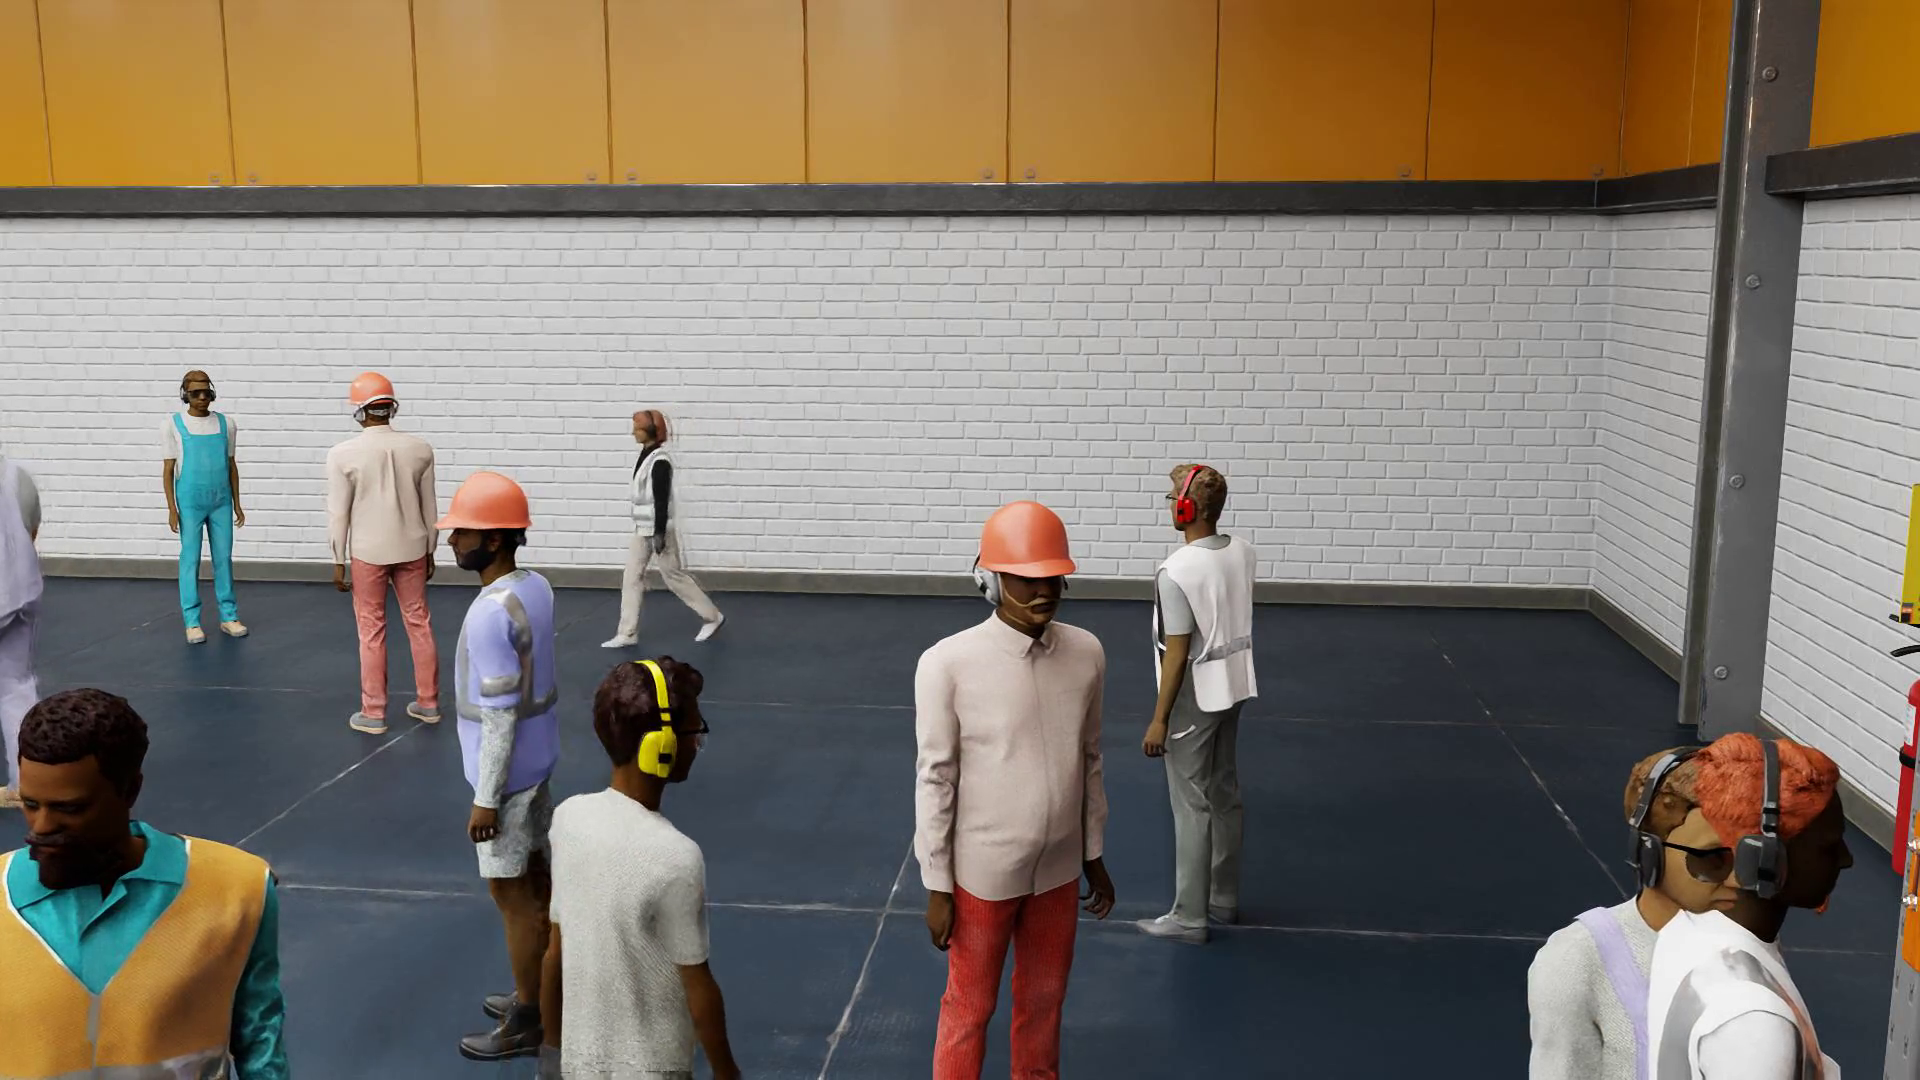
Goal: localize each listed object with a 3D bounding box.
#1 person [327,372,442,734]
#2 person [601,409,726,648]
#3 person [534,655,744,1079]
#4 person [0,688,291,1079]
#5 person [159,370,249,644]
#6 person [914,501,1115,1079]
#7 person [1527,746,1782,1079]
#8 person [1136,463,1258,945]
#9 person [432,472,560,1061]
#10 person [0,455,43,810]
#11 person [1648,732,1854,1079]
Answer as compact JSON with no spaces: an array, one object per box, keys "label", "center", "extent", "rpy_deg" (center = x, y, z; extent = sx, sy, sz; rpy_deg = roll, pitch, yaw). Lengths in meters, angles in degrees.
[{"label":"person","center":[-3.188,0.066,9.208],"extent":[0.611,1.985,0.415],"rpy_deg":[-9,13,-41]},{"label":"person","center":[-1.982,-0.080,11.110],"extent":[0.800,1.611,0.523],"rpy_deg":[-5,11,-26]},{"label":"person","center":[-0.726,1.144,3.527],"extent":[1.000,1.817,0.483],"rpy_deg":[-7,12,-35]},{"label":"person","center":[-1.504,1.185,2.989],"extent":[0.589,1.915,0.398],"rpy_deg":[-4,11,-24]},{"label":"person","center":[-5.125,-0.232,11.300],"extent":[0.345,1.846,0.508],"rpy_deg":[9,14,43]},{"label":"person","center":[0.159,0.879,4.506],"extent":[0.611,1.996,0.379],"rpy_deg":[-6,12,-33]},{"label":"person","center":[1.185,1.244,2.849],"extent":[0.505,1.846,0.346],"rpy_deg":[-4,11,-24]},{"label":"person","center":[0.925,0.631,6.366],"extent":[0.388,1.843,0.564],"rpy_deg":[8,13,40]},{"label":"person","center":[-1.508,0.739,5.472],"extent":[0.356,1.938,0.552],"rpy_deg":[0,10,1]},{"label":"person","center":[-4.593,0.293,7.734],"extent":[0.555,2.000,0.717],"rpy_deg":[2,10,11]},{"label":"person","center":[1.258,1.238,2.773],"extent":[0.343,1.882,0.585],"rpy_deg":[2,10,10]}]
